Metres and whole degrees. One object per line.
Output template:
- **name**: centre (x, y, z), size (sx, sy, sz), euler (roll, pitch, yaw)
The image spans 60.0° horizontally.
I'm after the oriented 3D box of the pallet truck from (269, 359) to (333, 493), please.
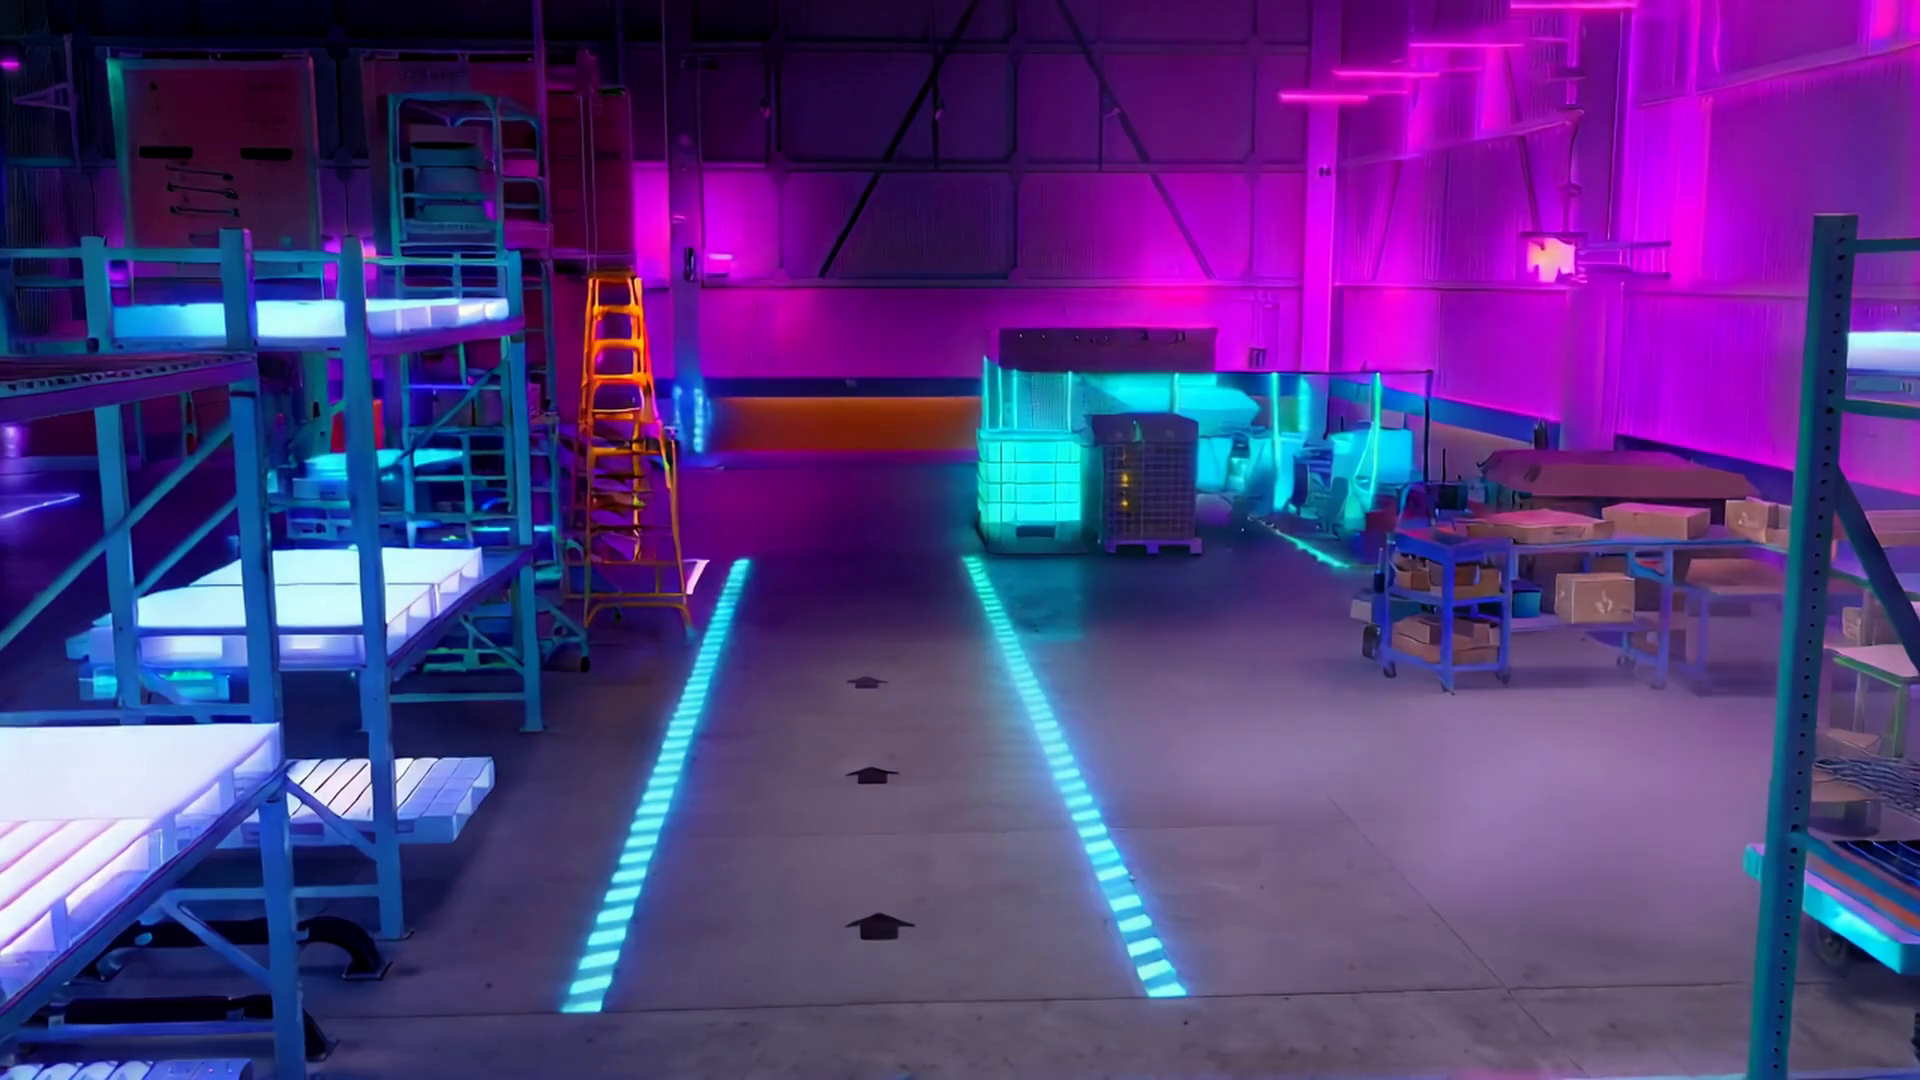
- **pallet truck**: centre (-7.062, -1.131, 18.996), size (1.885, 1.965, 0.823), euler (2, 9, 13)
